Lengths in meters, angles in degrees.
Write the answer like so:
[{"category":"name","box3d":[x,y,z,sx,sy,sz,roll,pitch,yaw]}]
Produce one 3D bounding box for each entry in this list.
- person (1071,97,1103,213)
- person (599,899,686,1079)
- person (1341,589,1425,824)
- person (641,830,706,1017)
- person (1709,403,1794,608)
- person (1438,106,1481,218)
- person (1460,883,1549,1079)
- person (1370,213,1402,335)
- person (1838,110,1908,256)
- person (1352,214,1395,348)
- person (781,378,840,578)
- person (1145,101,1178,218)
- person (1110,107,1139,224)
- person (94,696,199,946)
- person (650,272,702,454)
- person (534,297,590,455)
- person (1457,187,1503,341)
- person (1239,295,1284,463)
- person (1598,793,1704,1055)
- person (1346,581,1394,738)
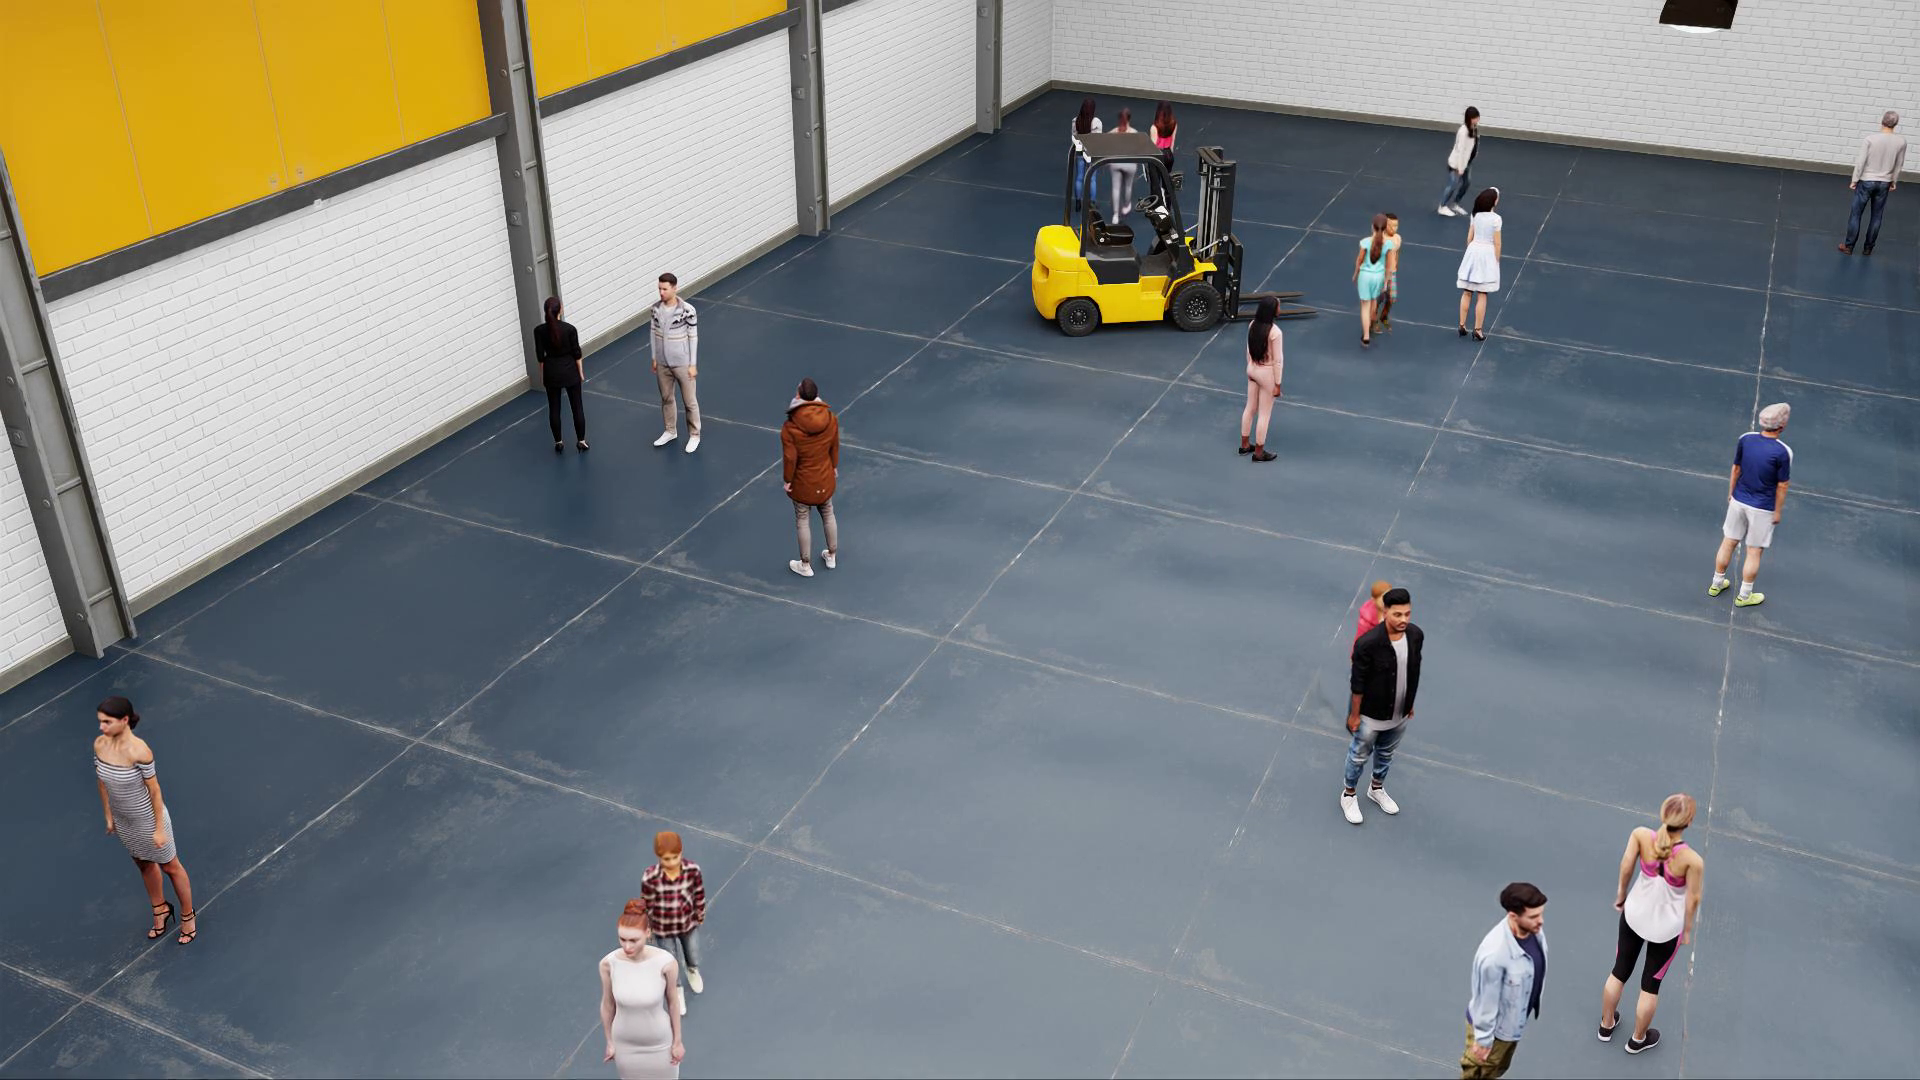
[{"category":"person","box3d":[1.817,-5.524,23.852,0.624,1.631,0.537,9,30,17]},{"category":"person","box3d":[-1.649,2.620,8.753,0.635,1.793,0.616,0,29,-1]},{"category":"person","box3d":[2.918,1.109,11.503,0.775,1.812,0.839,-10,30,-18]},{"category":"person","box3d":[-1.724,2.237,9.971,0.661,1.299,0.718,-7,29,-13]},{"category":"person","box3d":[6.724,-0.314,14.084,0.720,1.838,0.721,-19,34,-31]},{"category":"person","box3d":[7.063,-5.374,23.608,0.781,1.602,0.694,16,32,27]},{"category":"person","box3d":[2.859,2.550,8.862,0.800,1.811,0.625,25,37,37]},{"category":"person","box3d":[4.998,-3.185,19.750,0.631,1.452,0.685,-7,29,-12]},{"category":"person","box3d":[12.181,-4.757,22.156,0.797,1.910,0.718,5,29,10]},{"category":"person","box3d":[4.786,-3.011,19.349,0.784,1.532,1.021,2,29,4]},{"category":"person","box3d":[-1.292,-0.549,14.516,0.823,1.839,0.906,-17,33,-29]},{"category":"person","box3d":[2.854,-5.402,23.598,0.621,1.660,0.723,-17,33,-29]},{"category":"person","box3d":[2.267,-5.245,23.392,0.727,1.582,1.004,5,29,9]},{"category":"person","box3d":[-5.073,1.741,10.333,0.621,1.822,0.578,8,30,14]},{"category":"person","box3d":[-2.885,-1.831,16.841,0.691,1.862,0.578,10,30,18]},{"category":"person","box3d":[-4.005,-1.646,16.710,0.688,1.662,0.703,-2,29,-3]},{"category":"person","box3d":[6.083,-3.223,19.439,0.853,1.818,0.817,-23,36,-35]},{"category":"person","box3d":[3.017,-1.619,16.600,0.716,1.720,0.697,-15,32,-26]},{"category":"person","box3d":[3.960,2.195,9.538,0.665,1.788,0.631,25,37,37]},{"category":"person","box3d":[3.088,0.869,12.462,0.586,1.314,0.658,-13,31,-22]}]
